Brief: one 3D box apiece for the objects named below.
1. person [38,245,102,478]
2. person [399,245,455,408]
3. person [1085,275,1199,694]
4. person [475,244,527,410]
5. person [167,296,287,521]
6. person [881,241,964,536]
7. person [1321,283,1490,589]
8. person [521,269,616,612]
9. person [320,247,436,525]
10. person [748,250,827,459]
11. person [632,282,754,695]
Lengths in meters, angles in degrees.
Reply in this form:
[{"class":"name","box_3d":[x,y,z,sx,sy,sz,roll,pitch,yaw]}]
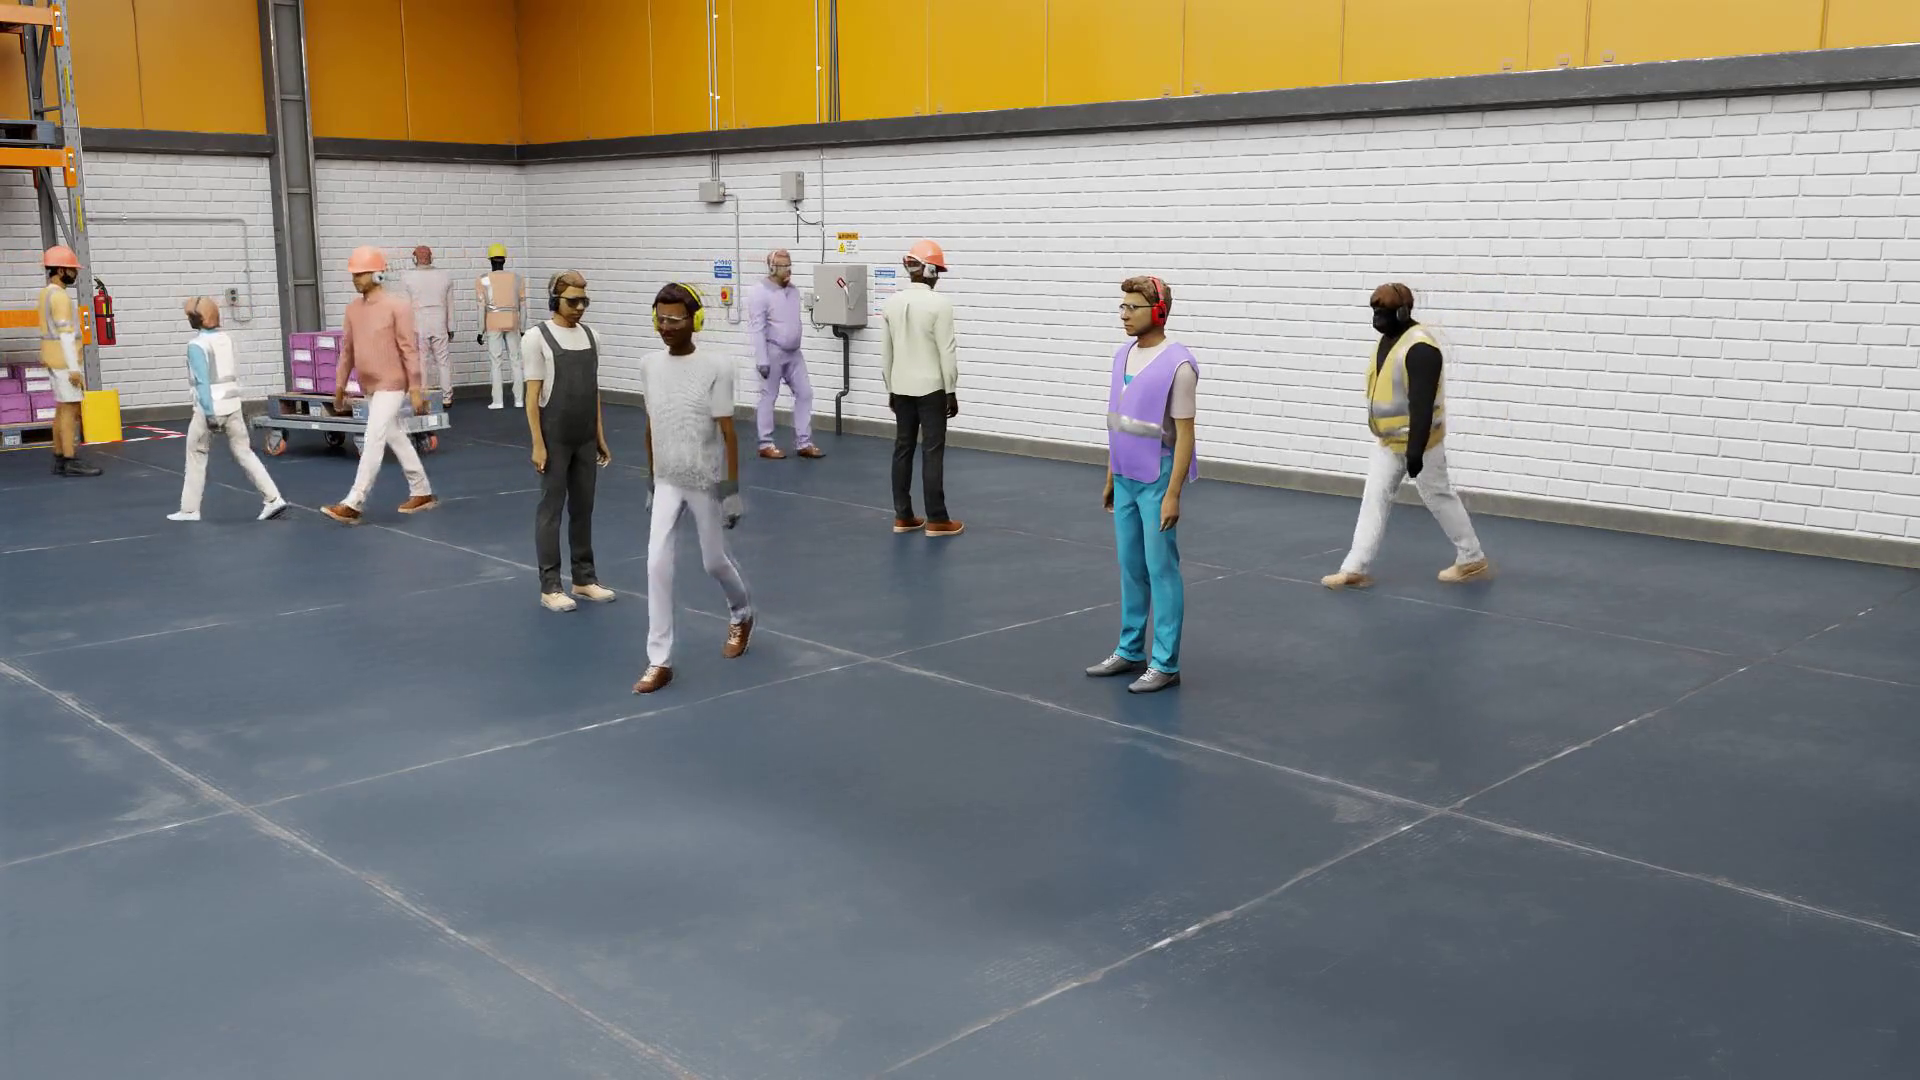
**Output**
[{"class":"person","box_3d":[-7.490,-1.493,13.974,0.377,1.933,0.551,-8,13,-39]},{"class":"person","box_3d":[-6.201,-2.465,19.361,0.641,1.905,0.410,-8,13,-36]},{"class":"person","box_3d":[0.845,-0.249,7.433,0.389,1.846,0.567,-6,12,-28]},{"class":"person","box_3d":[-5.344,-2.476,19.364,0.594,1.922,0.385,-7,12,-33]},{"class":"person","box_3d":[-5.207,-0.917,11.739,0.831,1.602,0.510,2,11,10]},{"class":"person","box_3d":[-0.249,-1.020,11.260,0.609,1.984,0.398,8,13,39]},{"class":"person","box_3d":[2.624,-0.585,9.529,1.025,1.769,0.629,-3,11,-15]},{"class":"person","box_3d":[-2.102,-0.535,9.029,0.392,1.843,0.514,7,13,35]},{"class":"person","box_3d":[-4.171,-1.097,11.807,0.651,1.934,1.045,7,12,33]},{"class":"person","box_3d":[-1.539,-1.647,14.936,0.767,1.881,0.684,8,13,36]},{"class":"person","box_3d":[-1.215,-0.271,7.643,0.531,1.827,0.940,3,11,18]}]
